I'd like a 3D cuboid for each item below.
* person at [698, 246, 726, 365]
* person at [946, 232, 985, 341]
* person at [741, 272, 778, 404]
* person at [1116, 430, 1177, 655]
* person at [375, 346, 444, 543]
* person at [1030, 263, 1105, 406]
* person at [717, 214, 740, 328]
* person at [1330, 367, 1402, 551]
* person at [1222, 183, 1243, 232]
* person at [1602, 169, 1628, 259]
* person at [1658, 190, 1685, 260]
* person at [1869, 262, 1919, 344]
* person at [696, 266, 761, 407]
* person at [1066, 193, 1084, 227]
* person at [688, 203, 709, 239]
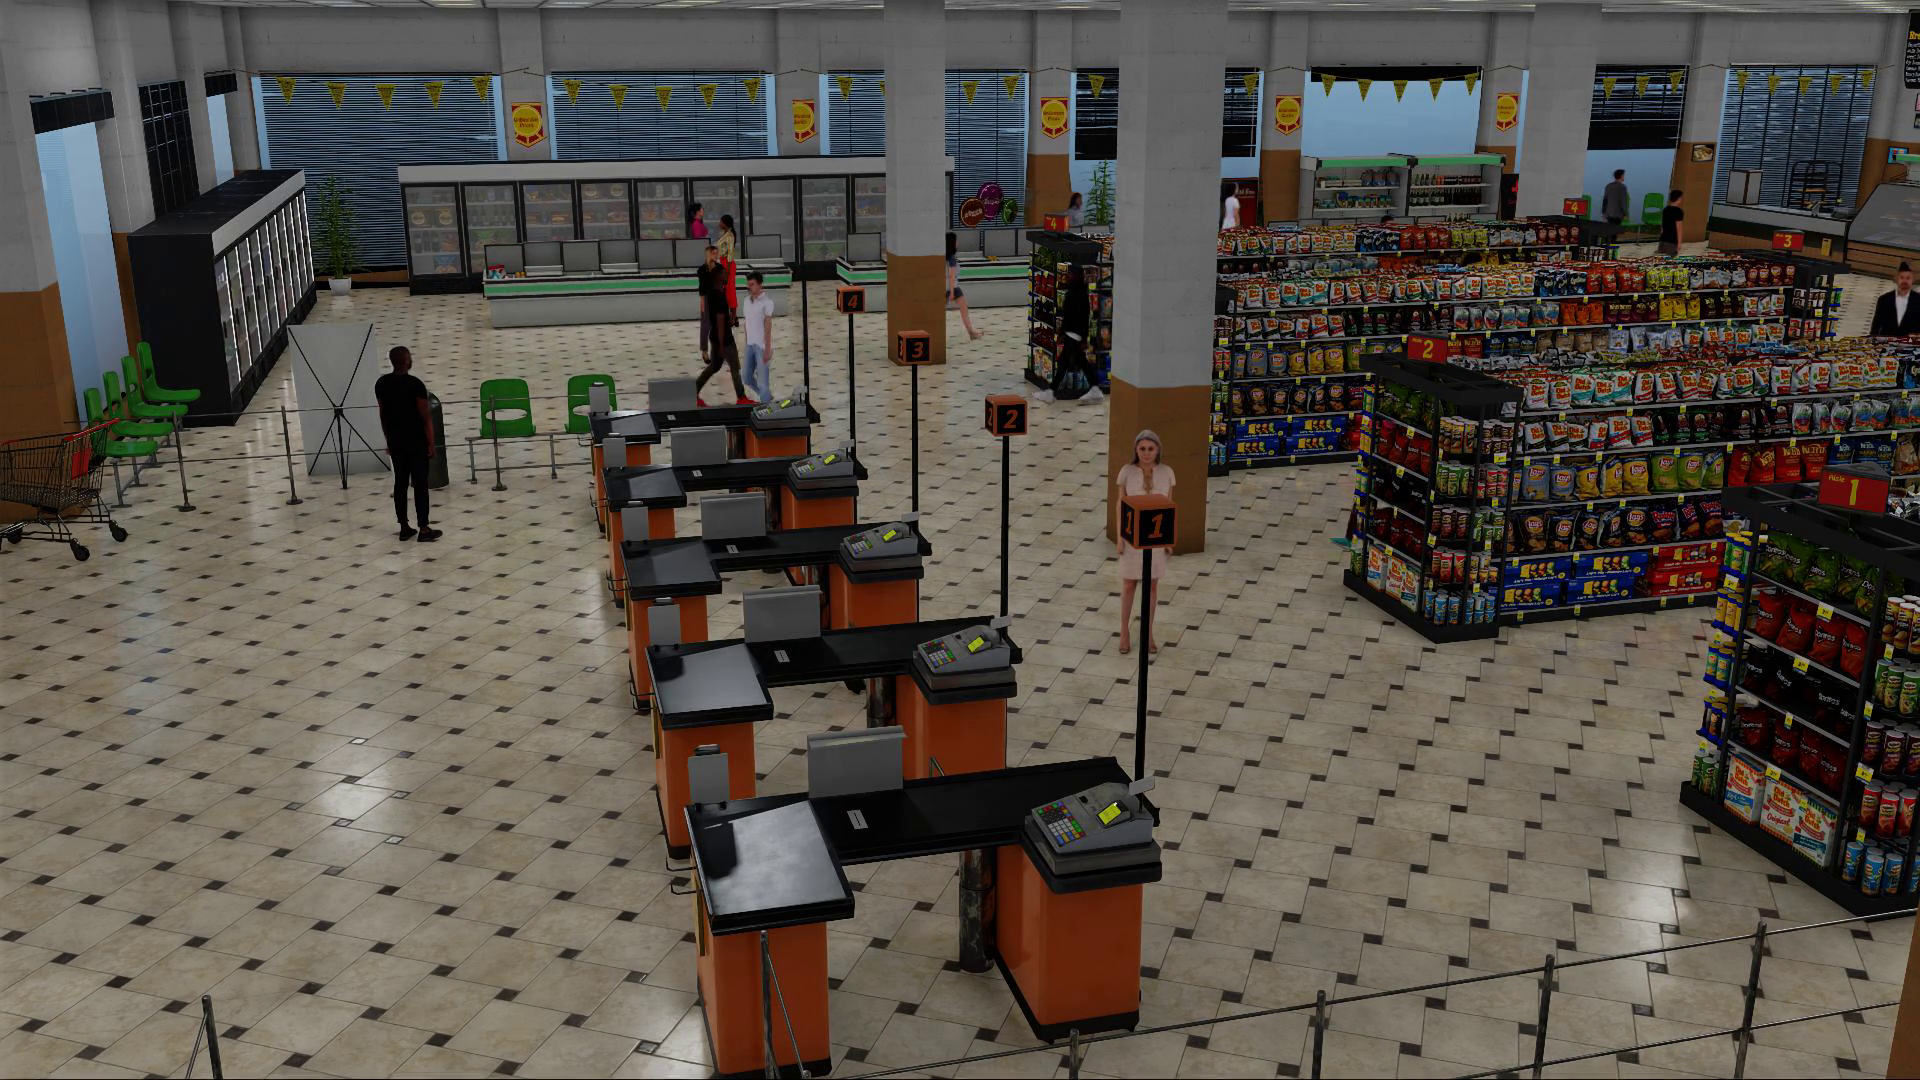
[{"bbox_3d":[-3.555,-3.379,23.816,0.616,1.667,0.736,-14,22,-39],"label":"person"},{"bbox_3d":[-0.224,-3.764,25.100,1.109,1.659,0.689,-7,18,-22],"label":"person"},{"bbox_3d":[-2.343,-2.304,19.988,0.851,1.837,0.916,14,22,39],"label":"person"},{"bbox_3d":[1.383,0.015,12.525,0.556,1.735,0.703,-1,17,-4],"label":"person"},{"bbox_3d":[-5.104,-0.891,15.363,0.672,1.819,0.806,4,17,14],"label":"person"},{"bbox_3d":[1.531,-2.562,20.963,1.247,1.764,0.757,-3,17,-10],"label":"person"},{"bbox_3d":[-3.715,-4.328,26.727,0.517,1.793,0.587,-4,17,-13],"label":"person"},{"bbox_3d":[3.902,-0.704,15.009,1.164,1.666,0.775,-9,19,-28],"label":"person"},{"bbox_3d":[5.170,-5.958,32.086,0.998,1.799,0.652,-5,18,-16],"label":"person"},{"bbox_3d":[13.596,-6.774,34.671,0.681,1.858,0.711,-7,18,-21],"label":"person"},{"bbox_3d":[12.903,-5.442,30.276,0.573,1.862,0.651,-5,18,-16],"label":"person"},{"bbox_3d":[11.302,-2.371,20.072,1.157,1.915,1.249,11,20,32],"label":"person"},{"bbox_3d":[-3.056,-2.480,20.665,1.156,1.779,0.729,-7,18,-21],"label":"person"},{"bbox_3d":[2.033,-5.639,31.203,0.780,1.701,0.699,15,23,41],"label":"person"},{"bbox_3d":[-4.702,-5.099,29.473,1.053,1.673,0.613,-6,18,-18],"label":"person"}]
